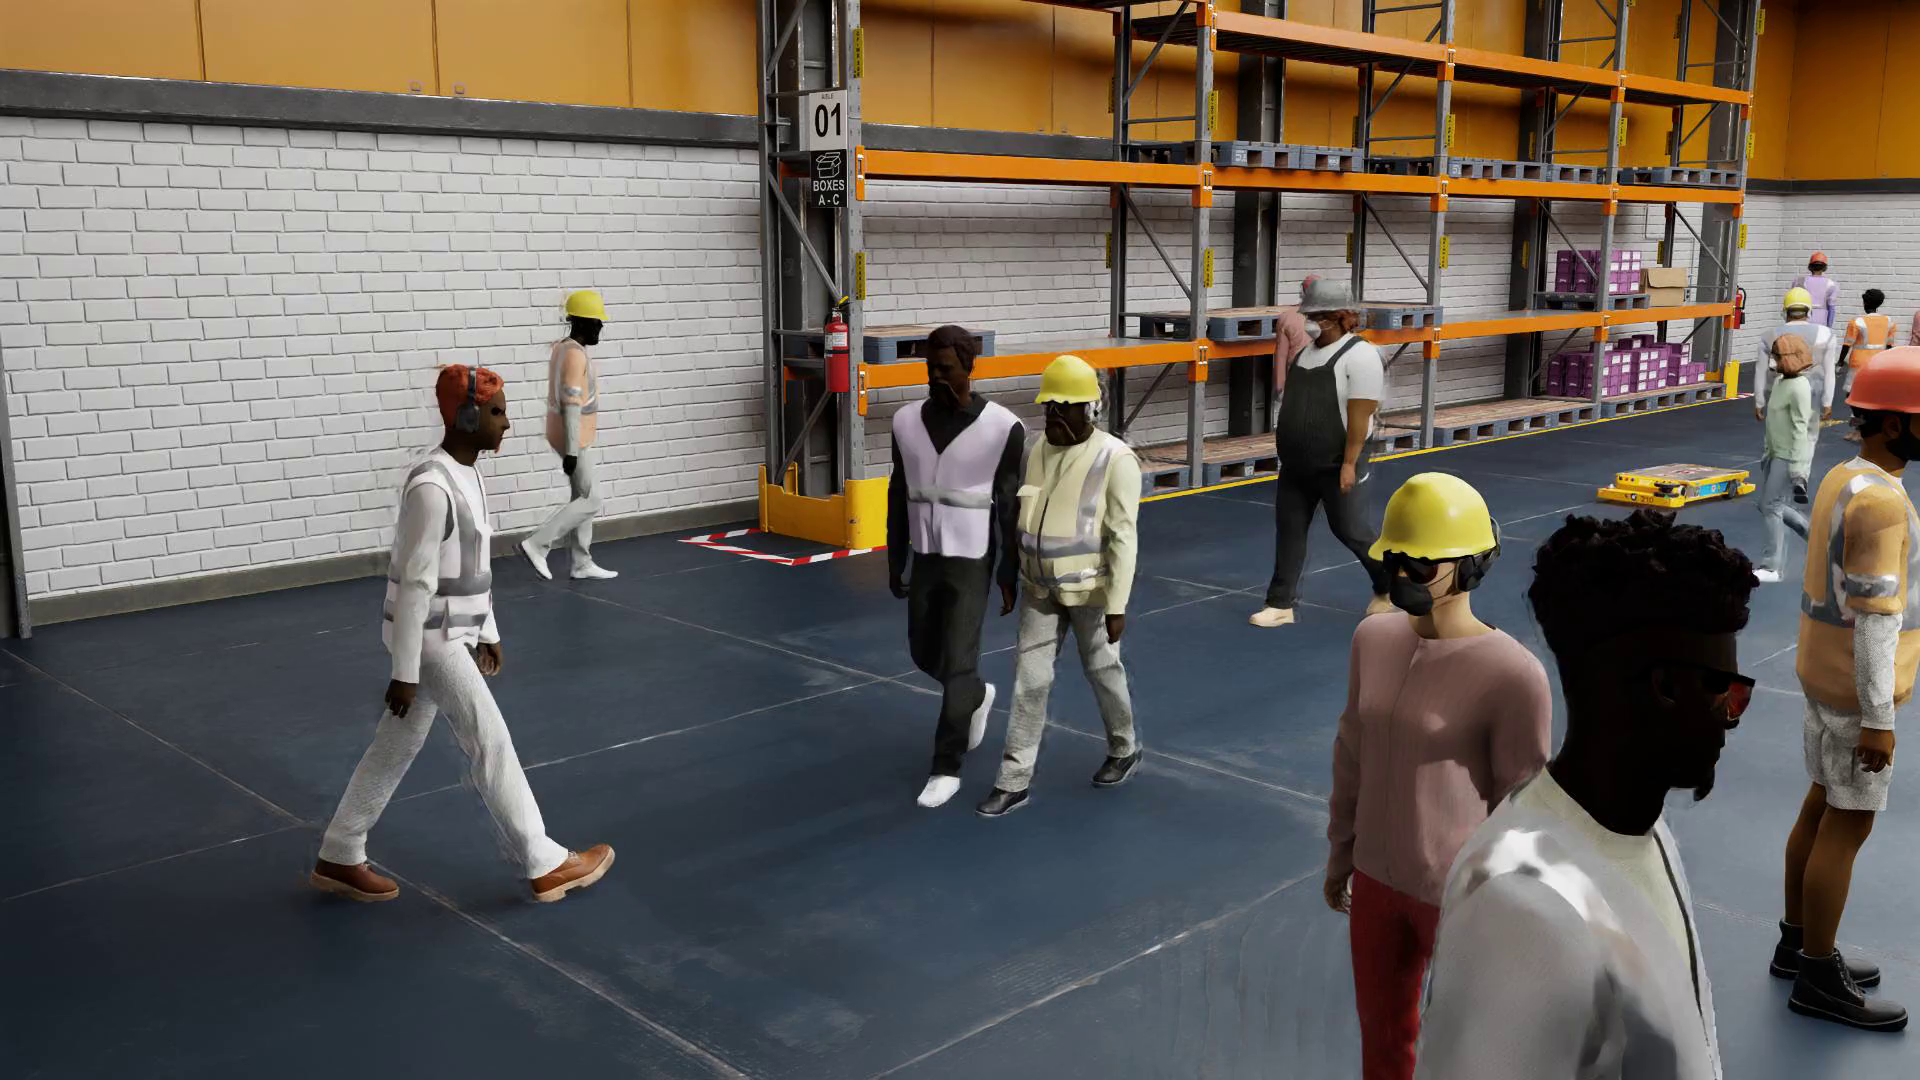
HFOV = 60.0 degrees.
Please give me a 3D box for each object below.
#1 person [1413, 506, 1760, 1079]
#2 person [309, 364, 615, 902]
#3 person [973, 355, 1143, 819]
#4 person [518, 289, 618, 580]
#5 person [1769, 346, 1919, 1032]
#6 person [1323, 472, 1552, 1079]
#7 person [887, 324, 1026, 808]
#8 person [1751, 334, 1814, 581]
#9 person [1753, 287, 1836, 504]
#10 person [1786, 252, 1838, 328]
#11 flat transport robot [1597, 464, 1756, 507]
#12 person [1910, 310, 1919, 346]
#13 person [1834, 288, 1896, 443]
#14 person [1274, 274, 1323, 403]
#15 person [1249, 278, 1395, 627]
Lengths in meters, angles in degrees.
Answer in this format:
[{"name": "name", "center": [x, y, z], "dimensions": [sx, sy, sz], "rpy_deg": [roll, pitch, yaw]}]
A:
[{"name": "person", "center": [0.697, 0.922, 2.016], "dimensions": [0.410, 1.934, 0.657], "rpy_deg": [5, 12, 27]}, {"name": "person", "center": [-1.721, 0.336, 5.515], "dimensions": [1.026, 1.827, 0.589], "rpy_deg": [-2, 11, -9]}, {"name": "person", "center": [0.446, 0.174, 6.557], "dimensions": [0.607, 1.804, 0.871], "rpy_deg": [8, 13, 38]}, {"name": "person", "center": [-2.505, -0.651, 10.669], "dimensions": [0.577, 1.904, 0.615], "rpy_deg": [-4, 11, -19]}, {"name": "person", "center": [2.598, 0.415, 4.762], "dimensions": [0.362, 1.935, 0.553], "rpy_deg": [3, 11, 17]}, {"name": "person", "center": [0.971, 0.732, 3.509], "dimensions": [0.315, 1.766, 0.533], "rpy_deg": [-7, 12, -33]}, {"name": "person", "center": [-0.008, 0.068, 6.773], "dimensions": [0.611, 1.905, 0.746], "rpy_deg": [6, 12, 28]}, {"name": "person", "center": [5.378, -0.523, 10.739], "dimensions": [0.526, 1.617, 0.517], "rpy_deg": [2, 11, 13]}, {"name": "person", "center": [6.848, -1.164, 13.690], "dimensions": [0.603, 1.817, 0.453], "rpy_deg": [5, 12, 25]}, {"name": "person", "center": [12.359, -3.169, 24.137], "dimensions": [0.618, 2.014, 0.961], "rpy_deg": [3, 11, 14]}, {"name": "flat transport robot", "center": [6.125, -0.479, 14.185], "dimensions": [1.431, 0.197, 0.652], "rpy_deg": [-8, 13, -38]}, {"name": "person", "center": [11.213, -2.148, 19.267], "dimensions": [0.523, 1.741, 0.692], "rpy_deg": [-1, 10, -7]}, {"name": "person", "center": [9.748, -1.862, 17.887], "dimensions": [0.554, 1.675, 0.494], "rpy_deg": [-1, 10, -7]}, {"name": "person", "center": [3.076, -1.374, 14.606], "dimensions": [0.651, 1.906, 0.402], "rpy_deg": [1, 10, 5]}, {"name": "person", "center": [2.145, -0.516, 9.558], "dimensions": [0.923, 2.000, 0.678], "rpy_deg": [-6, 12, -32]}]
